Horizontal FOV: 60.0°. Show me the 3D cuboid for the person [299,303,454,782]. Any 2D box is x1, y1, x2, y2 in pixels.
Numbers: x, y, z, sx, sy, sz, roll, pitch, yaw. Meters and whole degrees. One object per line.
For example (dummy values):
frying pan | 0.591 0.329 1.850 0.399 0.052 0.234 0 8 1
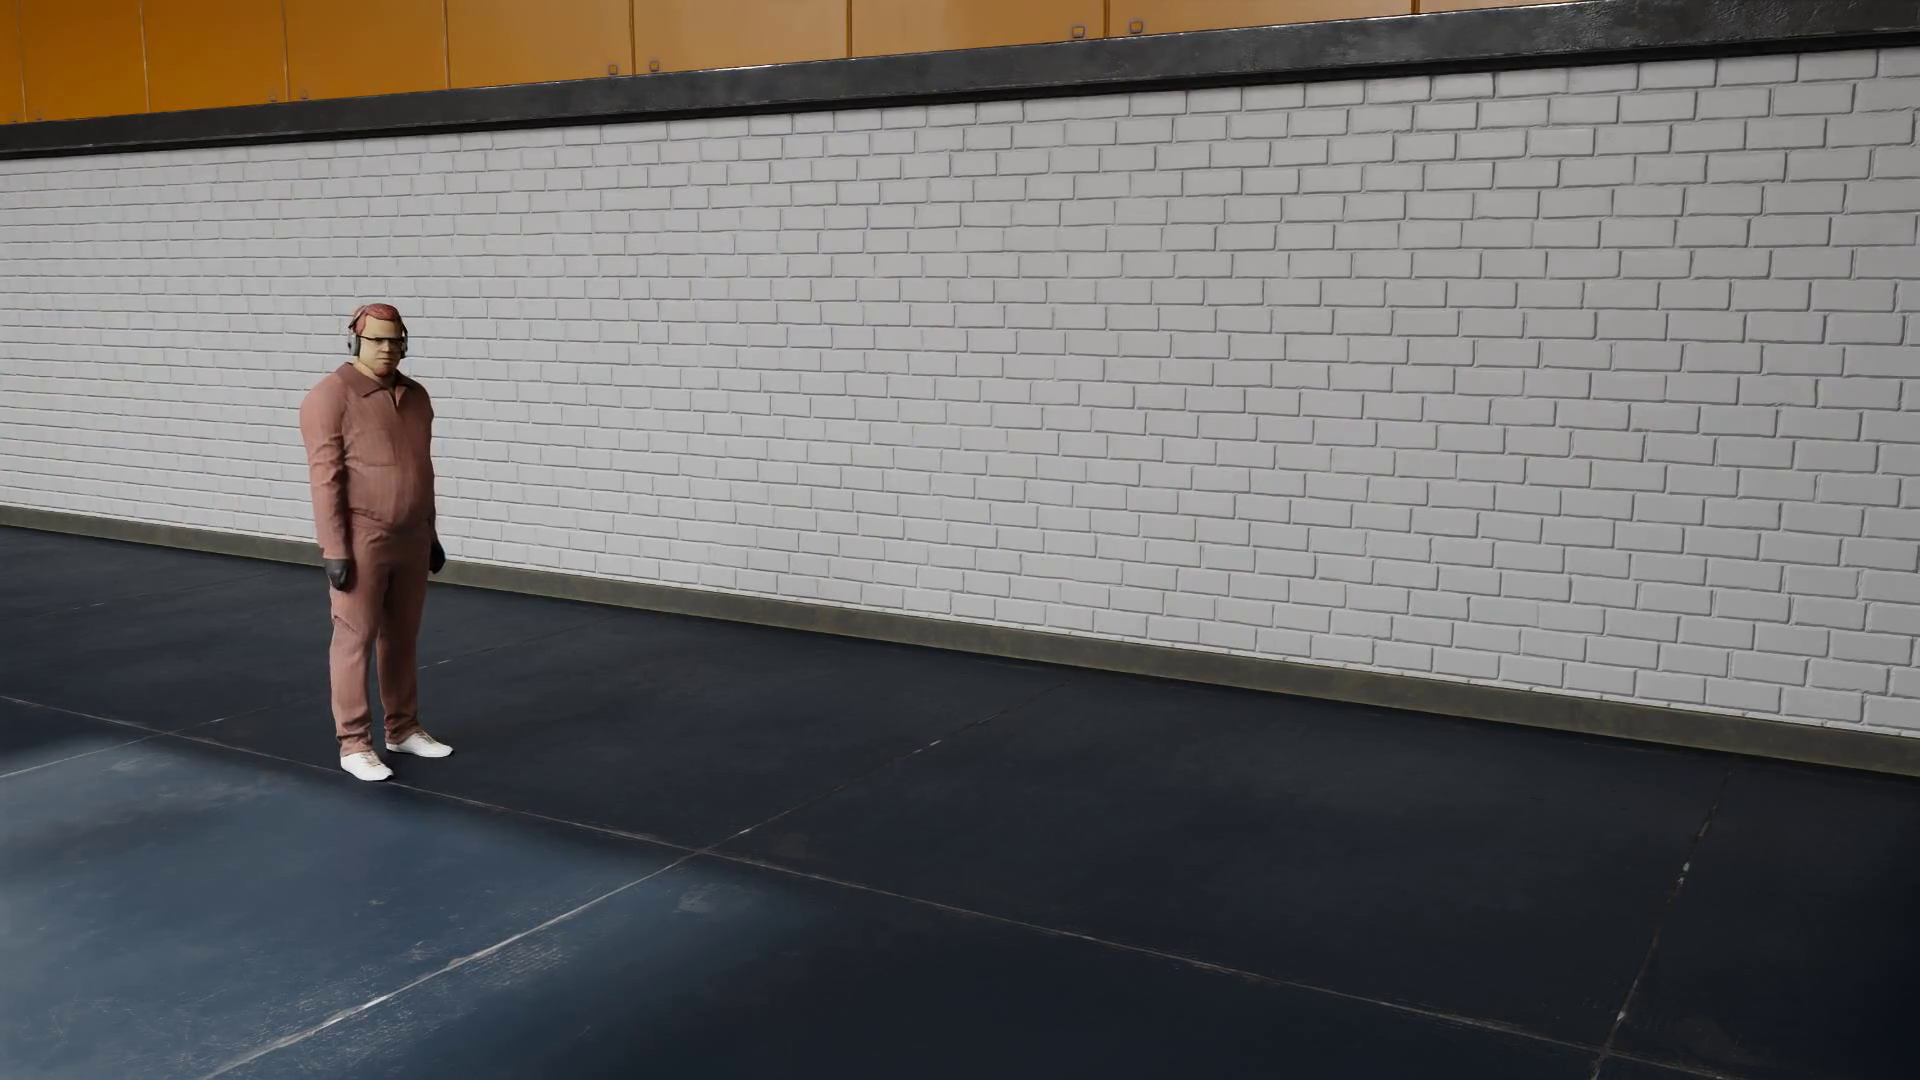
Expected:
person | -2.329 0.000 6.754 0.401 1.905 0.642 4 10 25
